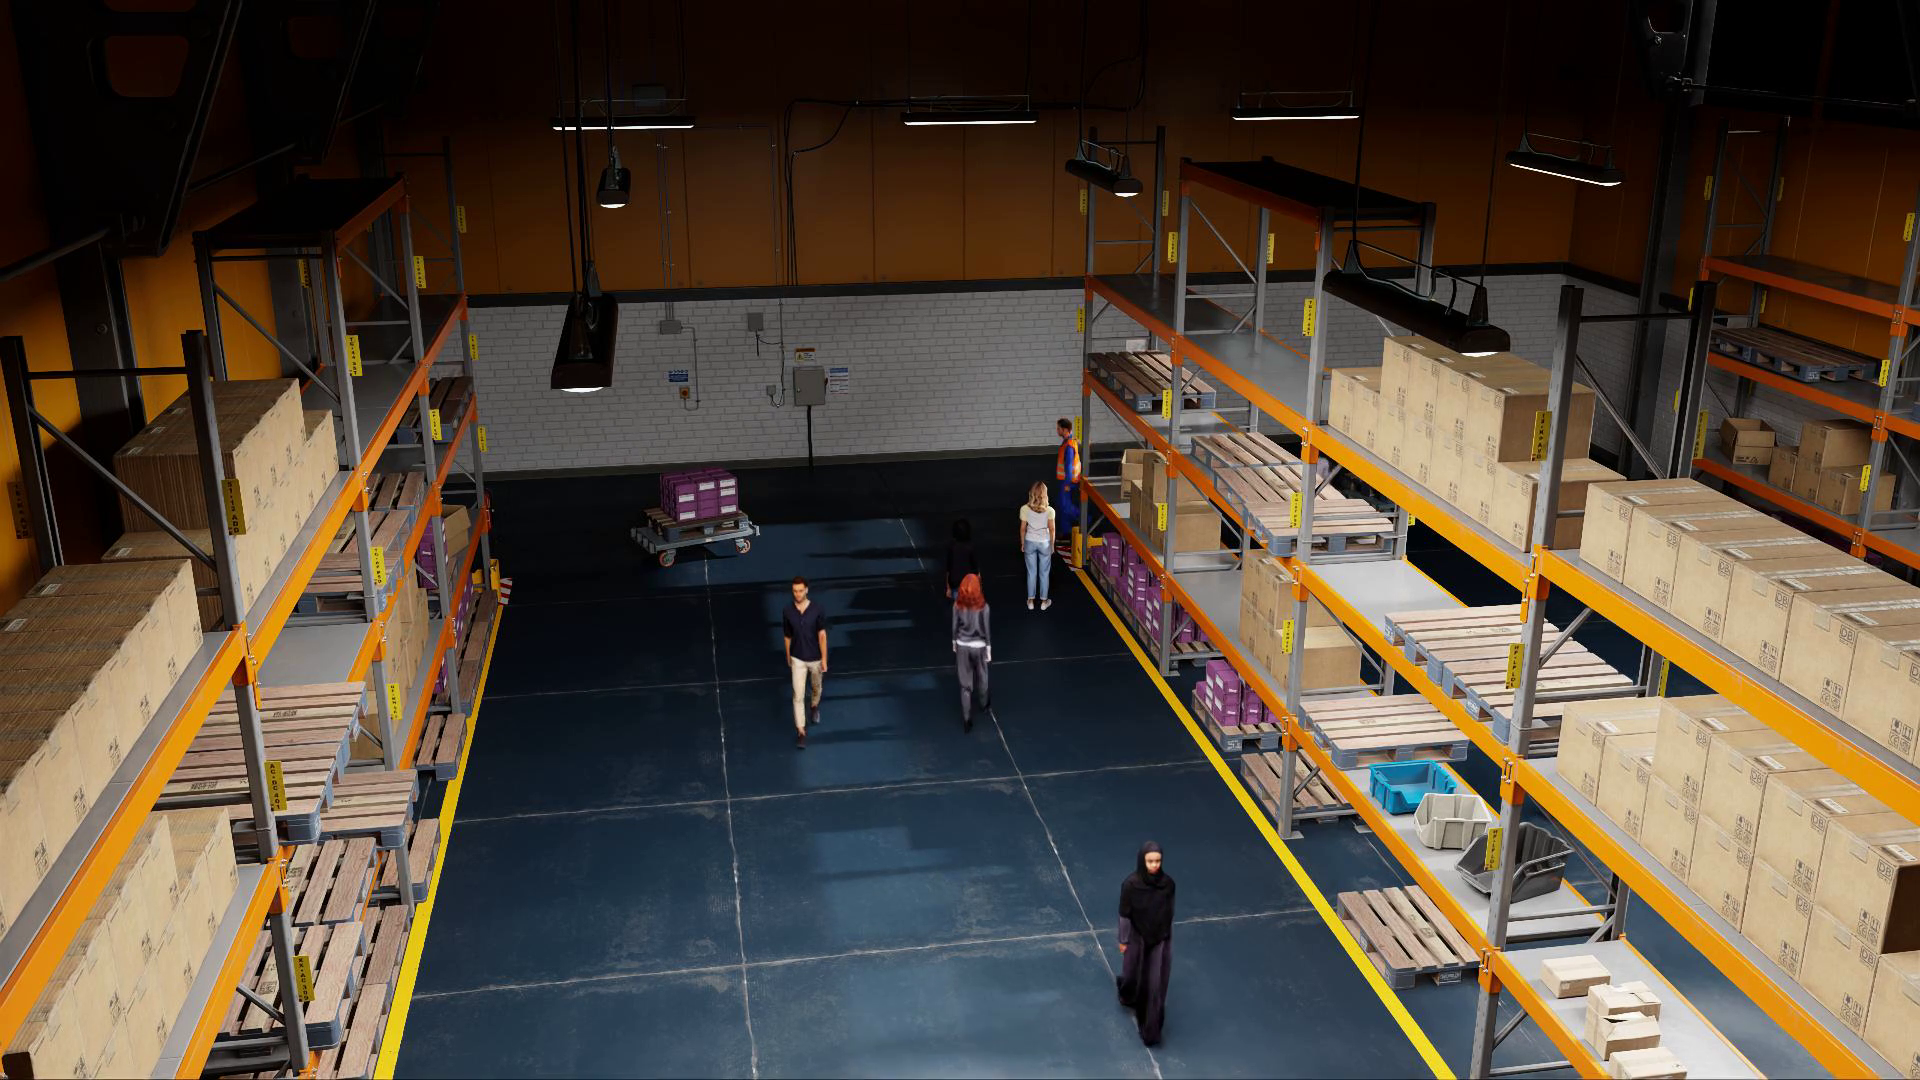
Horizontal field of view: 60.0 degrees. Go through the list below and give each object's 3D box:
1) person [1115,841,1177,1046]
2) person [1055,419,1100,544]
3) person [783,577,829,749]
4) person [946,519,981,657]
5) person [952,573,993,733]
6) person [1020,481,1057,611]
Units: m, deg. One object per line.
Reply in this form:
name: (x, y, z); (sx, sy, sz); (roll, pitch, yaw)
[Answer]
person: (1.443, 3.049, 12.877); (0.651, 1.599, 0.973); (-1, 19, -4)
person: (1.658, -0.836, 24.037); (0.899, 1.839, 0.944); (-1, 19, -3)
person: (-1.634, 1.247, 17.904); (0.712, 1.806, 1.232); (-1, 19, -3)
person: (0.012, 0.601, 20.039); (0.890, 1.666, 1.178); (5, 19, 15)
person: (0.103, 1.247, 17.988); (0.851, 1.751, 1.070); (4, 19, 11)
person: (1.010, 0.068, 21.532); (0.689, 1.723, 0.658); (3, 19, 8)
